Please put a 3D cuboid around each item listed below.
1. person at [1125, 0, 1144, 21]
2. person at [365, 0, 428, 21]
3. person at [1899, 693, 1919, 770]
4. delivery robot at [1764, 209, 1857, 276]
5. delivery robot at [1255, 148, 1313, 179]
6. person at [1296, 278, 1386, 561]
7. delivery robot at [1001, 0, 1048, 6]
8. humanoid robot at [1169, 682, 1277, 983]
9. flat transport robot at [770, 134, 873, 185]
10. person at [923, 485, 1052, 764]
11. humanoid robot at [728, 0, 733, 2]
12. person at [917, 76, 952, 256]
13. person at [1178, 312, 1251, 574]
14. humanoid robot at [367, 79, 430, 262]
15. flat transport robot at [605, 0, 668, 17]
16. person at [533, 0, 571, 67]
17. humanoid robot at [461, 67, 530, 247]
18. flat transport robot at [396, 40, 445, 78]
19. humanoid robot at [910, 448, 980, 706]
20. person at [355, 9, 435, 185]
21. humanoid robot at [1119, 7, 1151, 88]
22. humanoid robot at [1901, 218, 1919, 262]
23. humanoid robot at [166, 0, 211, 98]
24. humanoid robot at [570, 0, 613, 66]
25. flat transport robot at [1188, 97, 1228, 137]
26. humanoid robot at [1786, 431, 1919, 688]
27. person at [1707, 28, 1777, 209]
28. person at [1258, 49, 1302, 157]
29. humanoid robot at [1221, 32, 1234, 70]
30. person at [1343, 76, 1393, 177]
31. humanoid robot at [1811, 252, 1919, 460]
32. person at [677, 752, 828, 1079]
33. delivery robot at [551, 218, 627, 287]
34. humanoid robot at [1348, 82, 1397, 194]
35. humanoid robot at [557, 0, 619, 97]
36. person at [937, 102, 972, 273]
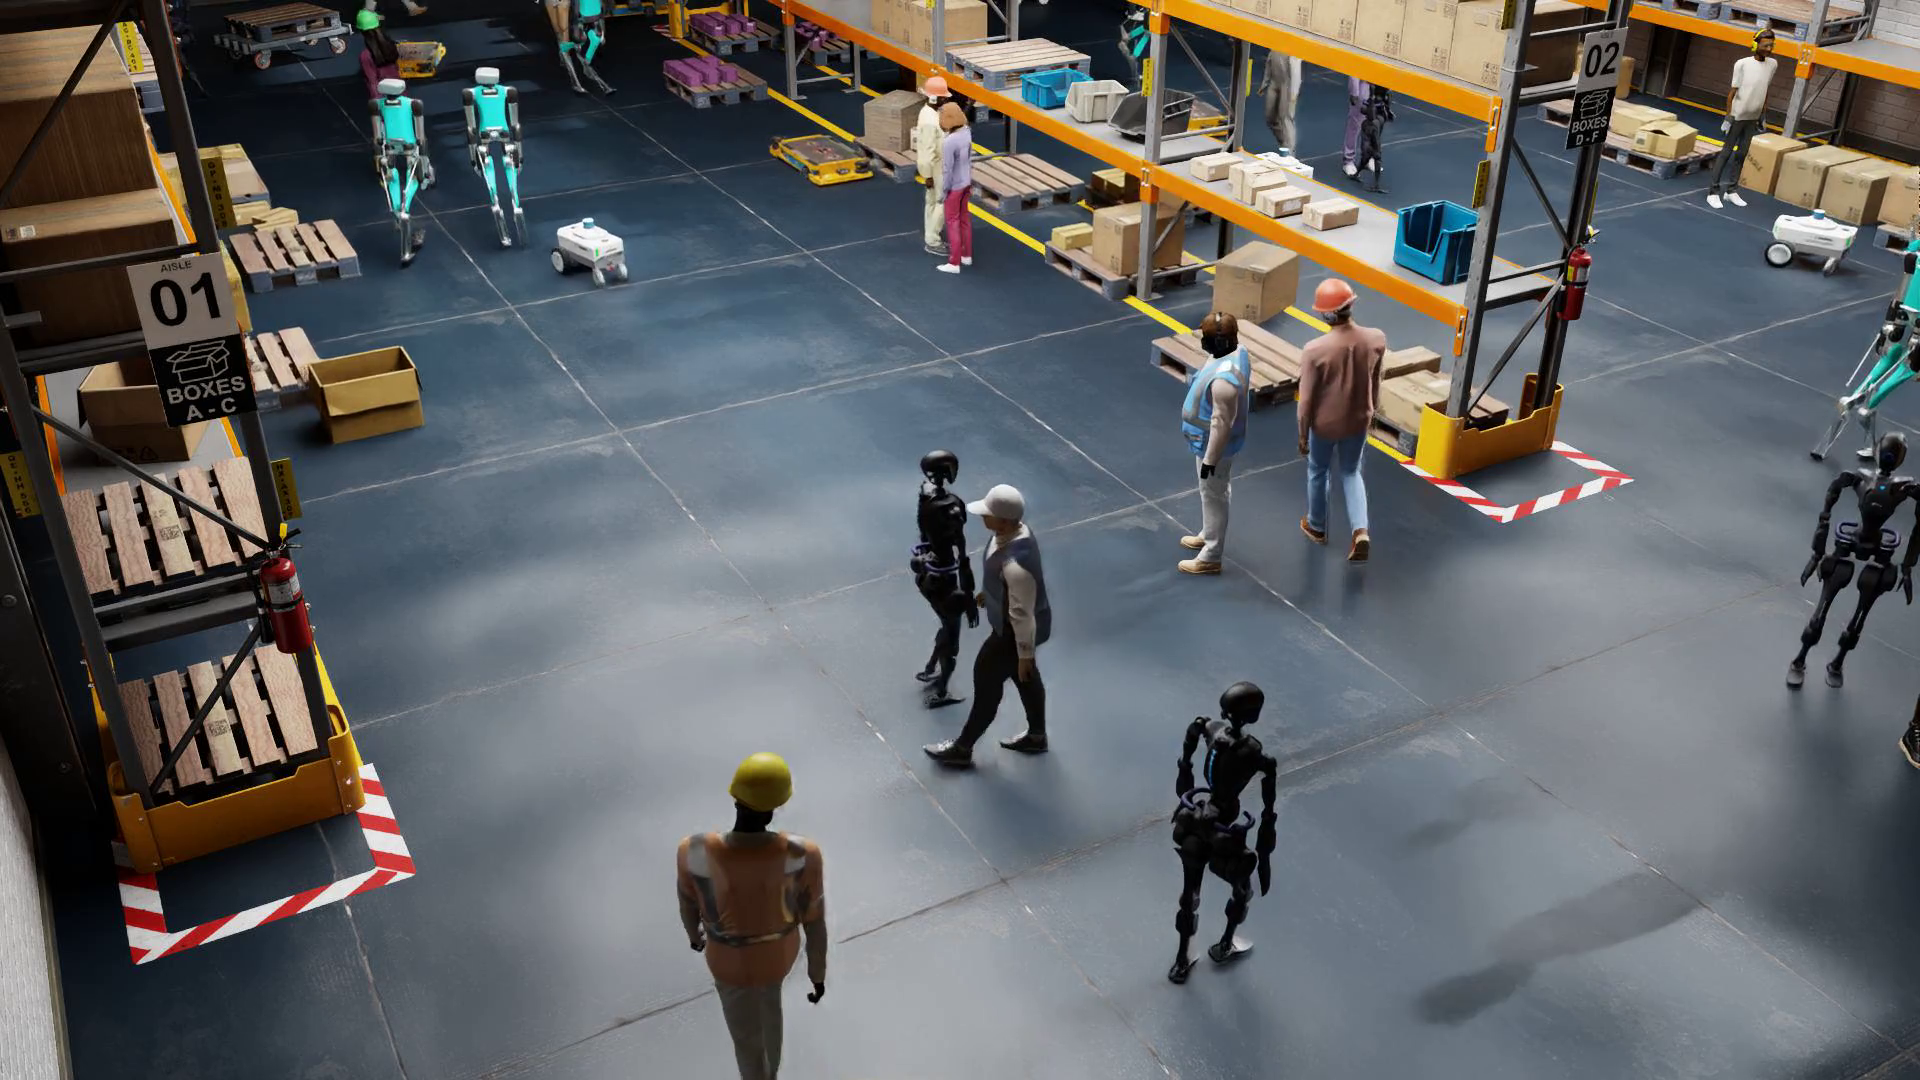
[{"bbox_3d":[2.703,-8.863,25.254,0.319,1.844,0.523,0,30,-1],"label":"person"},{"bbox_3d":[-8.727,-8.816,25.233,0.949,1.795,0.628,-7,31,-12],"label":"person"},{"bbox_3d":[5.606,0.408,9.005,0.604,1.959,0.367,-3,30,-5],"label":"person"},{"bbox_3d":[8.276,-2.922,16.216,0.772,0.601,0.525,18,35,29],"label":"delivery robot"},{"bbox_3d":[3.464,-3.937,17.976,0.499,0.595,0.792,-17,34,-27],"label":"delivery robot"},{"bbox_3d":[2.535,-0.757,11.044,0.632,1.946,0.780,-4,30,-7],"label":"person"},{"bbox_3d":[1.021,-8.795,26.414,0.750,0.575,0.499,-8,31,-14],"label":"delivery robot"},{"bbox_3d":[1.199,1.331,7.684,0.463,1.644,0.603,-24,38,-36],"label":"humanoid robot"},{"bbox_3d":[-1.601,-4.364,19.007,0.659,0.231,1.431,-15,33,-24],"label":"flat transport robot"},{"bbox_3d":[0.155,0.476,9.115,0.791,1.726,0.771,0,30,0],"label":"person"},{"bbox_3d":[-3.549,-8.896,25.411,0.688,1.784,0.532,-9,31,-16],"label":"humanoid robot"},{"bbox_3d":[-0.233,-3.680,16.332,0.384,1.742,0.585,-1,30,-2],"label":"person"},{"bbox_3d":[1.664,-0.641,10.952,0.430,1.839,0.621,6,30,10],"label":"person"},{"bbox_3d":[-5.419,-3.504,16.033,0.531,1.728,0.967,0,30,1],"label":"humanoid robot"},{"bbox_3d":[-5.206,-8.273,25.812,1.431,0.231,0.659,-12,32,-19],"label":"flat transport robot"},{"bbox_3d":[-5.571,-7.405,22.846,0.575,1.712,0.751,4,30,7],"label":"person"},{"bbox_3d":[-4.525,-3.654,16.352,0.538,1.856,0.685,-9,31,-15],"label":"humanoid robot"},{"bbox_3d":[-7.536,-6.636,22.961,0.659,0.231,1.431,-4,30,-7],"label":"flat transport robot"},{"bbox_3d":[-0.096,0.217,9.607,0.330,1.651,0.602,-14,33,-22],"label":"humanoid robot"},{"bbox_3d":[-6.196,-4.768,18.050,0.815,1.925,0.486,24,37,35],"label":"person"},{"bbox_3d":[2.346,-6.768,21.823,0.755,1.880,0.554,5,30,9],"label":"humanoid robot"},{"bbox_3d":[8.841,-2.854,14.960,0.532,1.844,0.708,-3,30,-4],"label":"humanoid robot"},{"bbox_3d":[-10.105,-6.541,21.455,0.809,1.640,0.589,13,32,22],"label":"humanoid robot"},{"bbox_3d":[-5.100,-7.421,22.939,0.593,1.639,0.555,-7,31,-12],"label":"humanoid robot"},{"bbox_3d":[2.785,-5.242,20.536,0.659,0.231,1.431,-9,31,-15],"label":"flat transport robot"},{"bbox_3d":[5.281,0.157,9.722,0.590,1.654,0.452,14,33,23],"label":"humanoid robot"},{"bbox_3d":[8.284,-4.438,17.529,0.511,1.873,0.329,-7,31,-12],"label":"person"},{"bbox_3d":[3.682,-5.133,18.766,0.448,1.854,0.627,-12,32,-21],"label":"person"},{"bbox_3d":[3.713,-7.238,22.606,0.395,1.642,0.599,12,32,20],"label":"humanoid robot"},{"bbox_3d":[4.588,-5.017,18.508,0.636,1.901,0.406,-17,34,-27],"label":"person"},{"bbox_3d":[6.818,-1.326,12.342,0.822,1.875,0.549,-8,31,-13],"label":"humanoid robot"},{"bbox_3d":[-0.866,1.658,6.895,0.561,1.895,0.629,-10,31,-17],"label":"person"},{"bbox_3d":[-3.541,-2.792,15.975,0.499,0.587,0.772,-26,39,-38],"label":"delivery robot"},{"bbox_3d":[4.560,-4.628,18.086,0.606,1.635,0.625,19,35,29],"label":"humanoid robot"},{"bbox_3d":[-4.820,-6.476,21.206,1.019,1.722,0.537,21,36,32],"label":"humanoid robot"},{"bbox_3d":[-0.049,-3.370,15.910,0.287,1.626,0.512,14,33,23],"label":"person"}]
